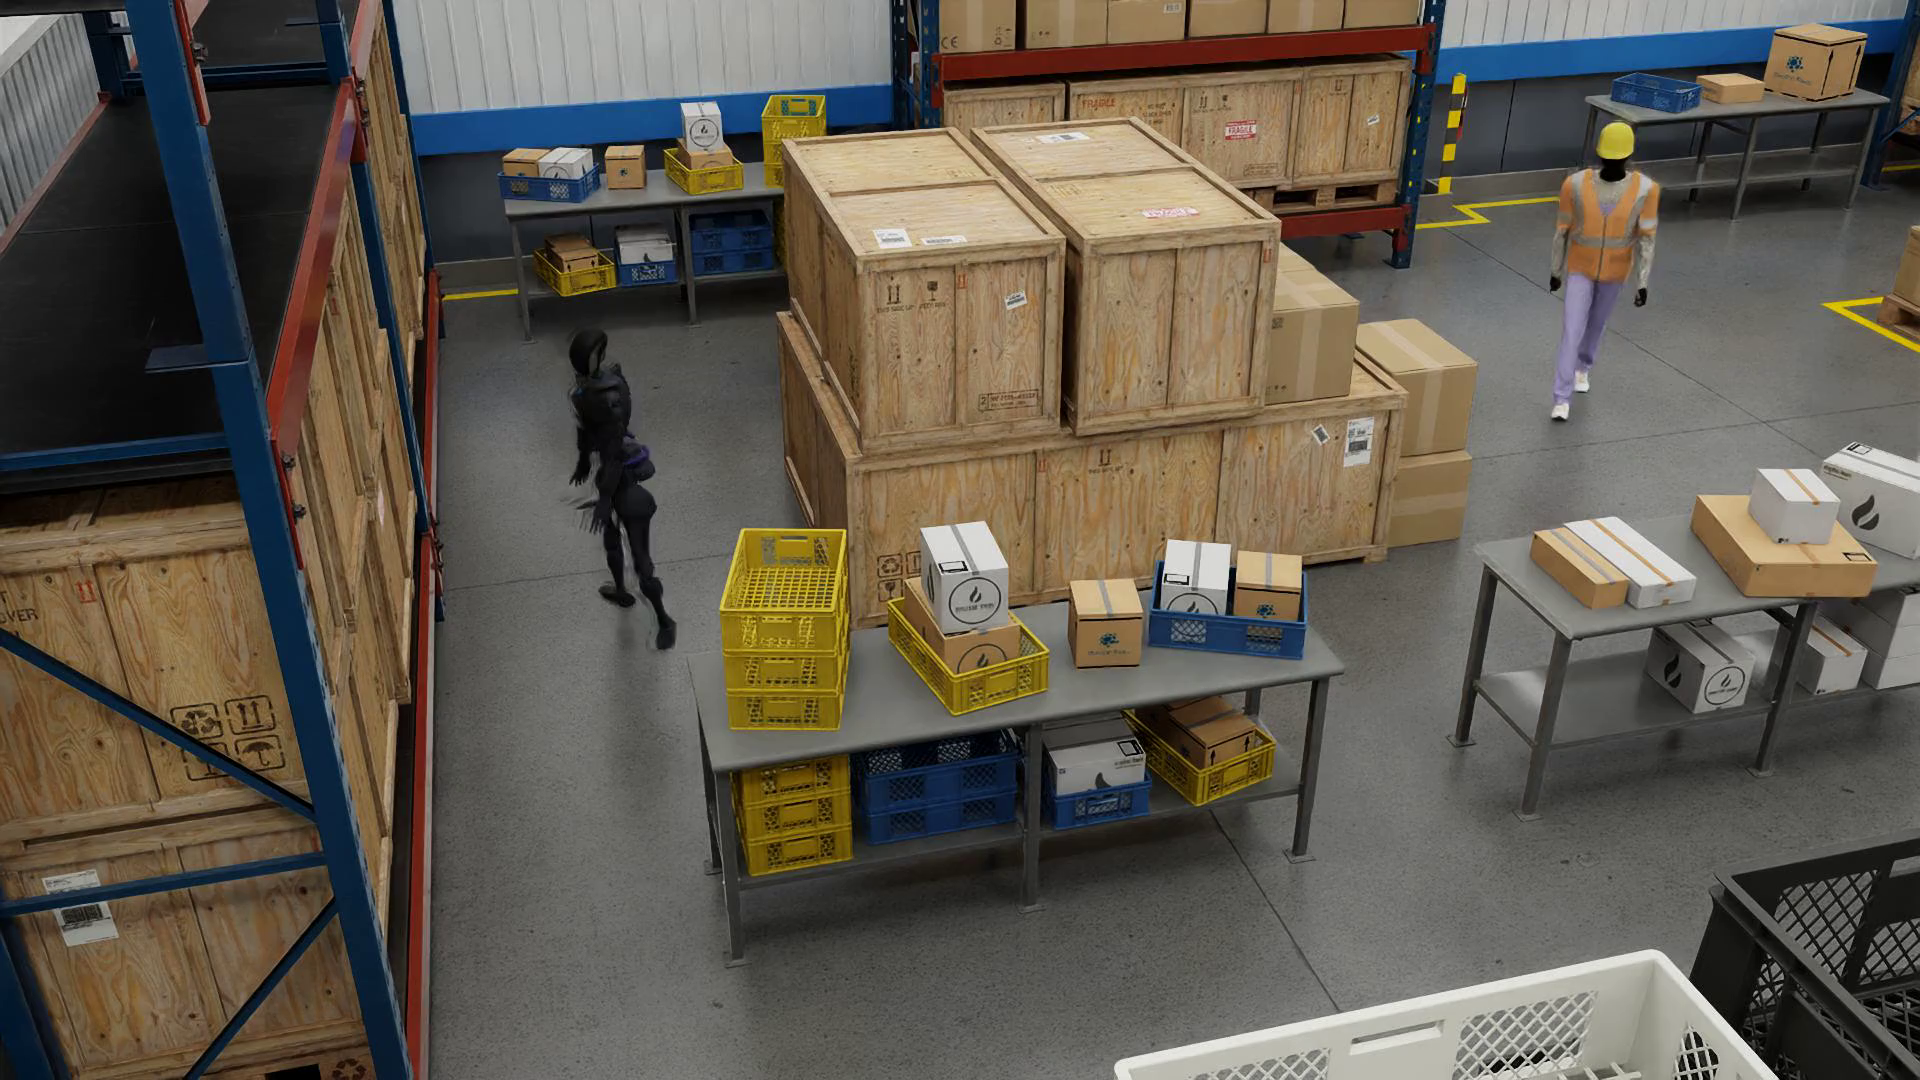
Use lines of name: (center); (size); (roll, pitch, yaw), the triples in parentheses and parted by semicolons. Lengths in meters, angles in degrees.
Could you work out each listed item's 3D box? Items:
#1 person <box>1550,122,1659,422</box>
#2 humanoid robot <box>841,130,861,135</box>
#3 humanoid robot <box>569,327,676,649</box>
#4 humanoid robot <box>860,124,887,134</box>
person: (4.054, -1.721, 10.573); (0.605, 1.873, 0.981); (9, 30, 16)
humanoid robot: (-0.695, -1.928, 11.155); (0.349, 1.651, 0.565); (22, 35, 34)
humanoid robot: (-1.754, -0.294, 8.208); (0.412, 1.633, 0.736); (-18, 33, -29)
humanoid robot: (-0.573, -2.010, 11.349); (0.745, 1.626, 0.556); (-20, 34, -31)
